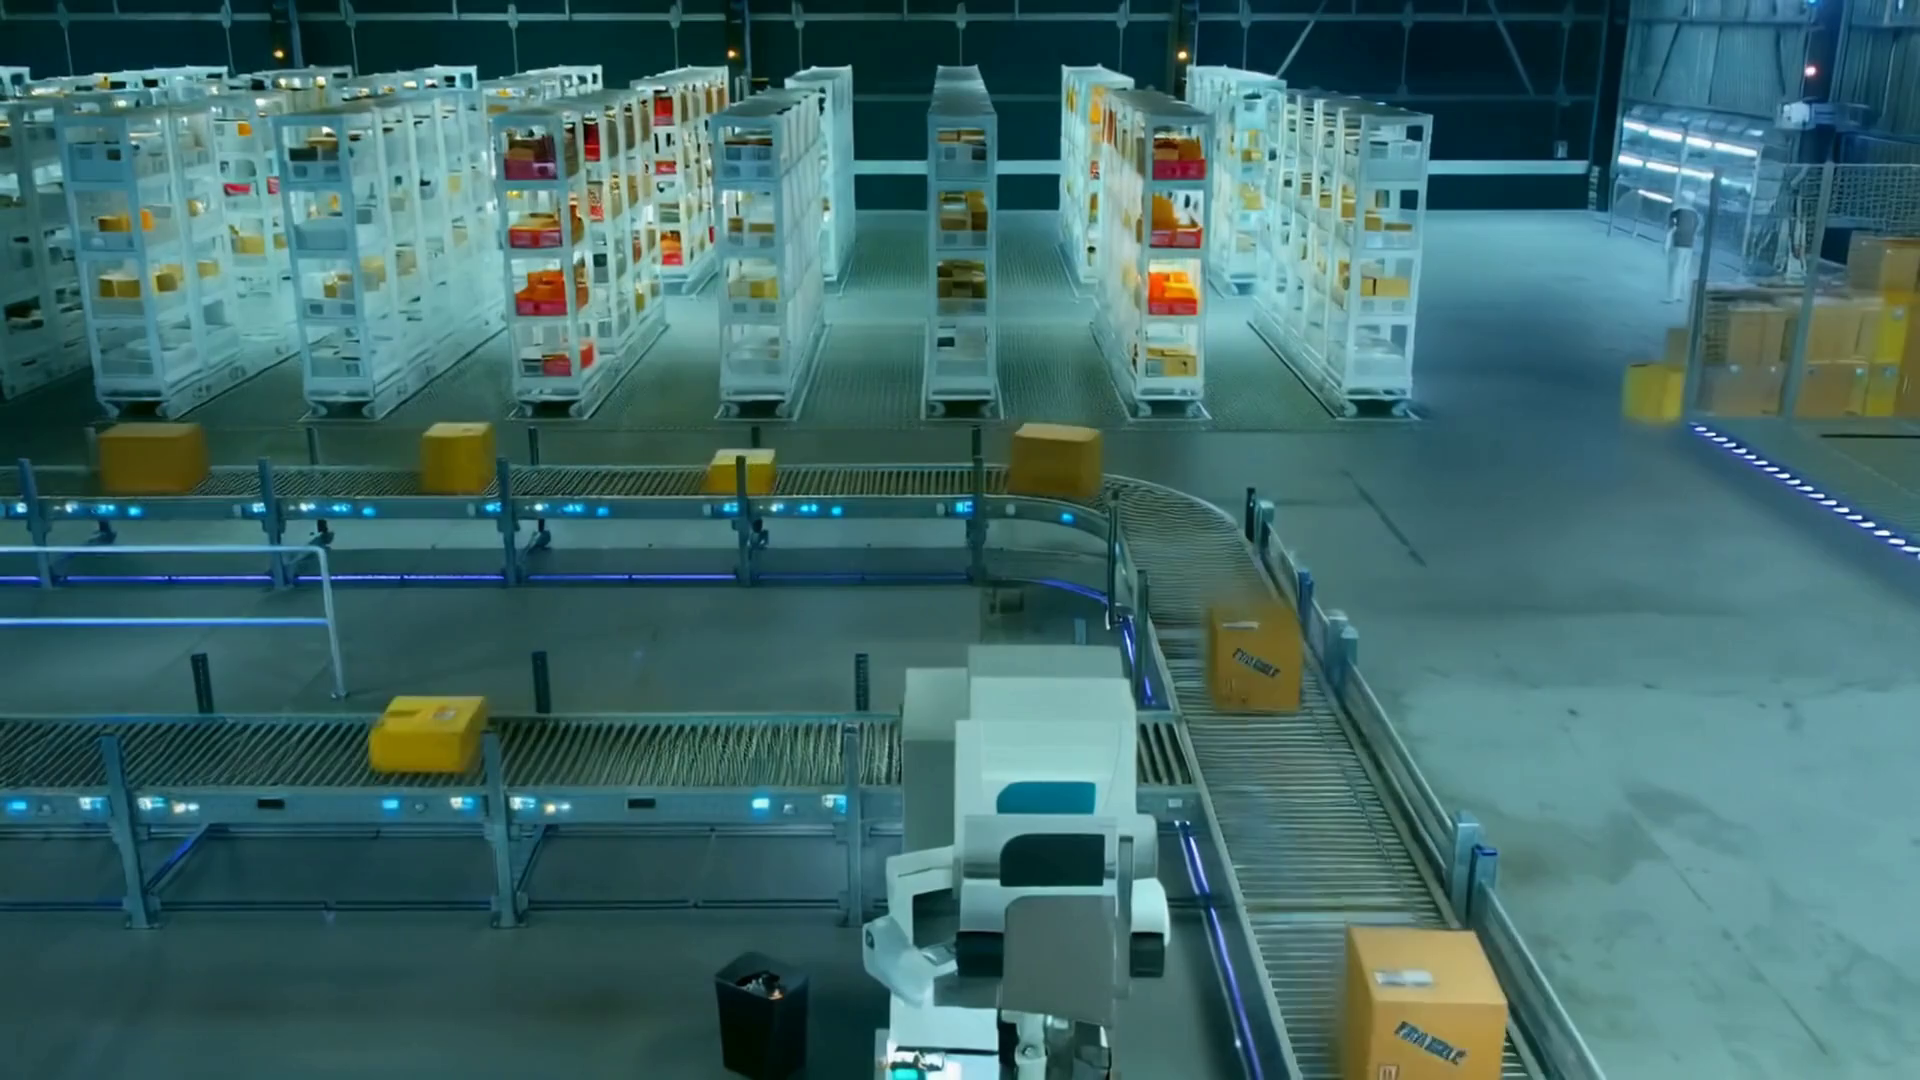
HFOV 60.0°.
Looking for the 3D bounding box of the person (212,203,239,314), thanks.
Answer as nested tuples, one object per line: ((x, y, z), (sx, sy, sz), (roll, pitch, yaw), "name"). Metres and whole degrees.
((-11.738, -4.556, 26.703), (0.404, 1.833, 0.600), (-13, 22, -36), "person")

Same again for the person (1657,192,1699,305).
((11.904, -4.812, 27.498), (0.560, 1.836, 0.393), (-5, 19, -14), "person")
